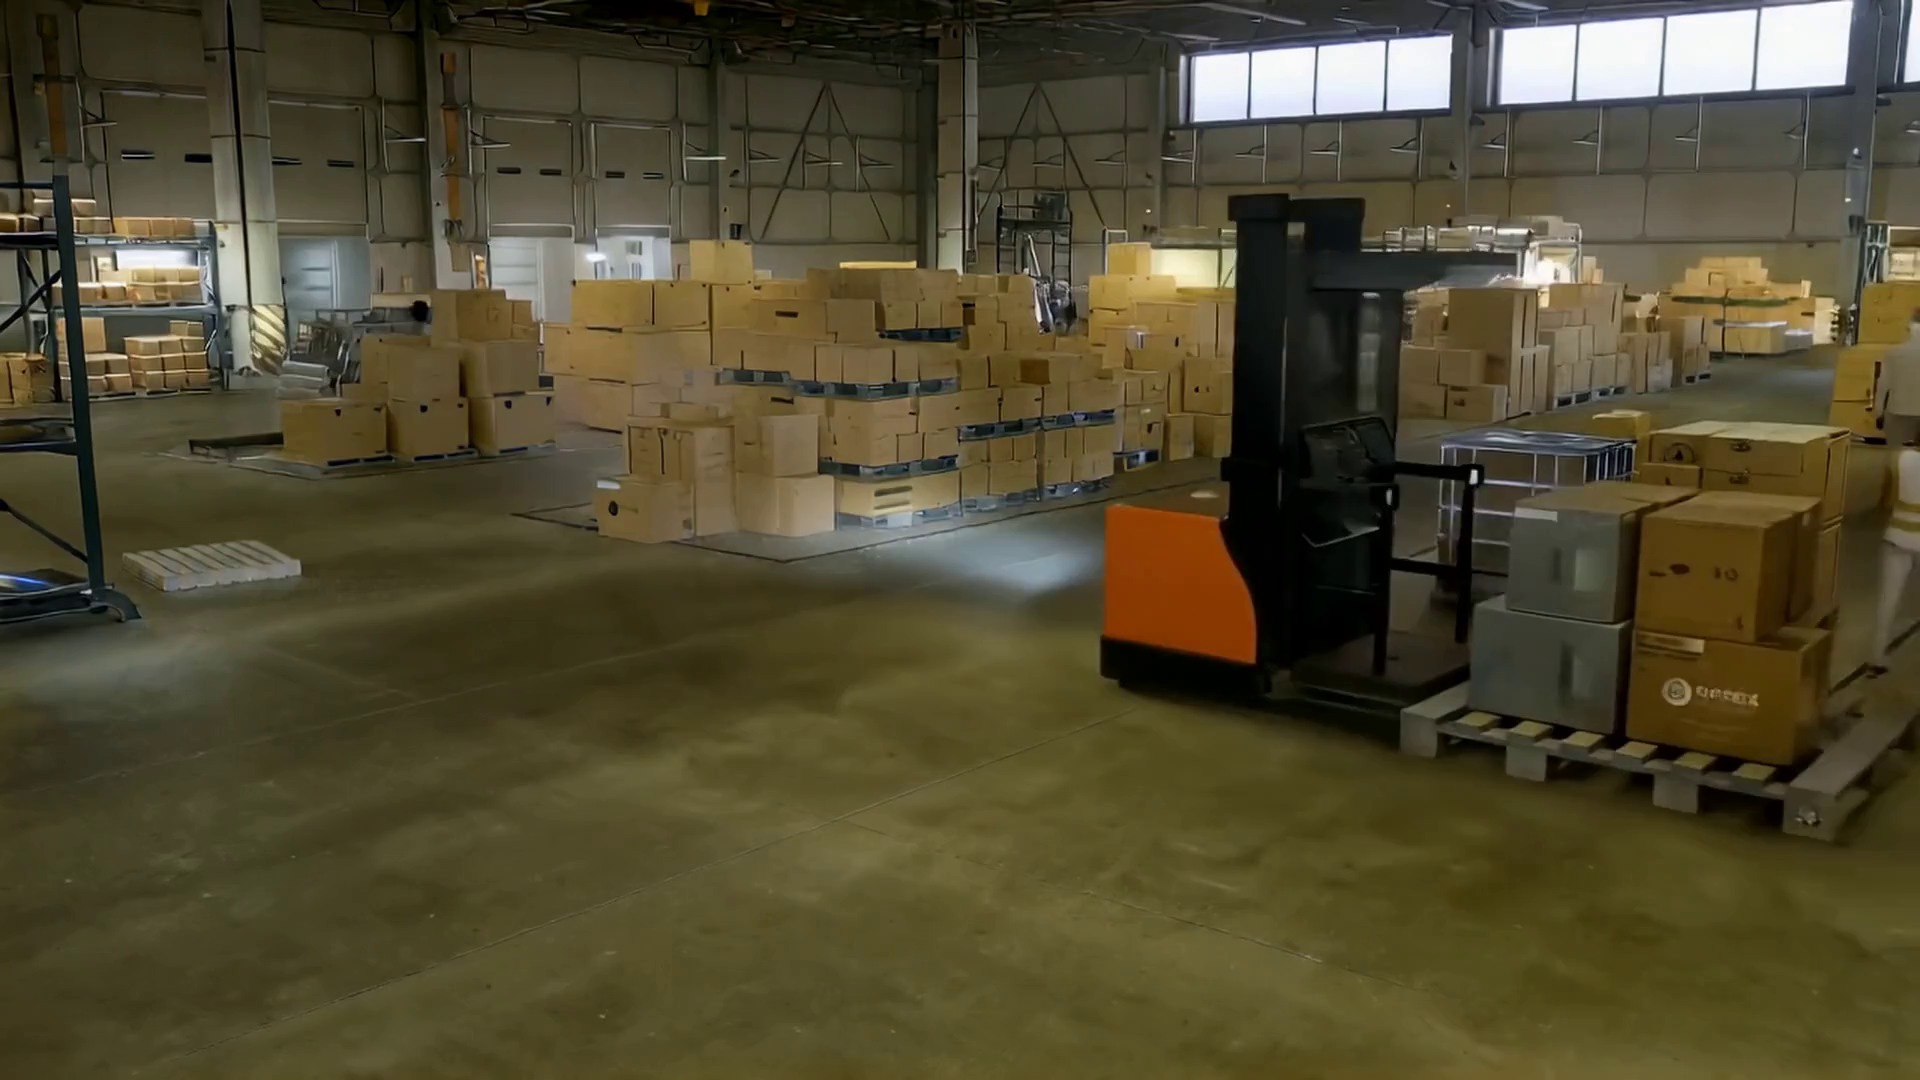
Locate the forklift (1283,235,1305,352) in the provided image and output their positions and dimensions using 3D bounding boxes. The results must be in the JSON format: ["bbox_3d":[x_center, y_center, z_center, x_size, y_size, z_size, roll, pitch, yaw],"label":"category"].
[{"bbox_3d":[7.102,-5.161,35.778,1.129,2.768,1.873,-7,12,-35],"label":"forklift"}]

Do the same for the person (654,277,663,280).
[{"bbox_3d":[-6.507,-4.723,36.014,0.635,1.927,0.372,-4,11,-23],"label":"person"}]

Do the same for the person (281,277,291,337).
[{"bbox_3d":[-15.677,-5.114,38.274,0.586,1.913,0.434,3,10,15],"label":"person"}]

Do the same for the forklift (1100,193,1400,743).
[{"bbox_3d":[1.822,-0.499,9.230,1.873,2.768,1.129,8,13,40],"label":"forklift"}]

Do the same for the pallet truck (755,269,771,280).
[{"bbox_3d":[-4.996,-6.432,45.525,1.885,1.965,0.823,-6,12,-32],"label":"pallet truck"}]

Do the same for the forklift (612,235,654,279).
[{"bbox_3d":[-7.300,-5.450,37.421,1.873,2.768,1.129,8,13,40],"label":"forklift"}]

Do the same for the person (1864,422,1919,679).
[{"bbox_3d":[5.748,0.031,9.867,0.856,1.597,0.520,-5,11,-26],"label":"person"}]

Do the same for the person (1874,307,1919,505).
[{"bbox_3d":[9.333,-1.288,16.331,0.613,2.001,0.475,7,12,35],"label":"person"}]

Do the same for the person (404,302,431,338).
[{"bbox_3d":[-7.626,-2.444,23.404,0.887,1.809,0.627,-2,10,-10],"label":"person"}]

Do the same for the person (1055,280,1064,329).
[{"bbox_3d":[2.751,-6.465,46.573,0.318,1.697,0.535,-1,10,-4],"label":"person"}]
